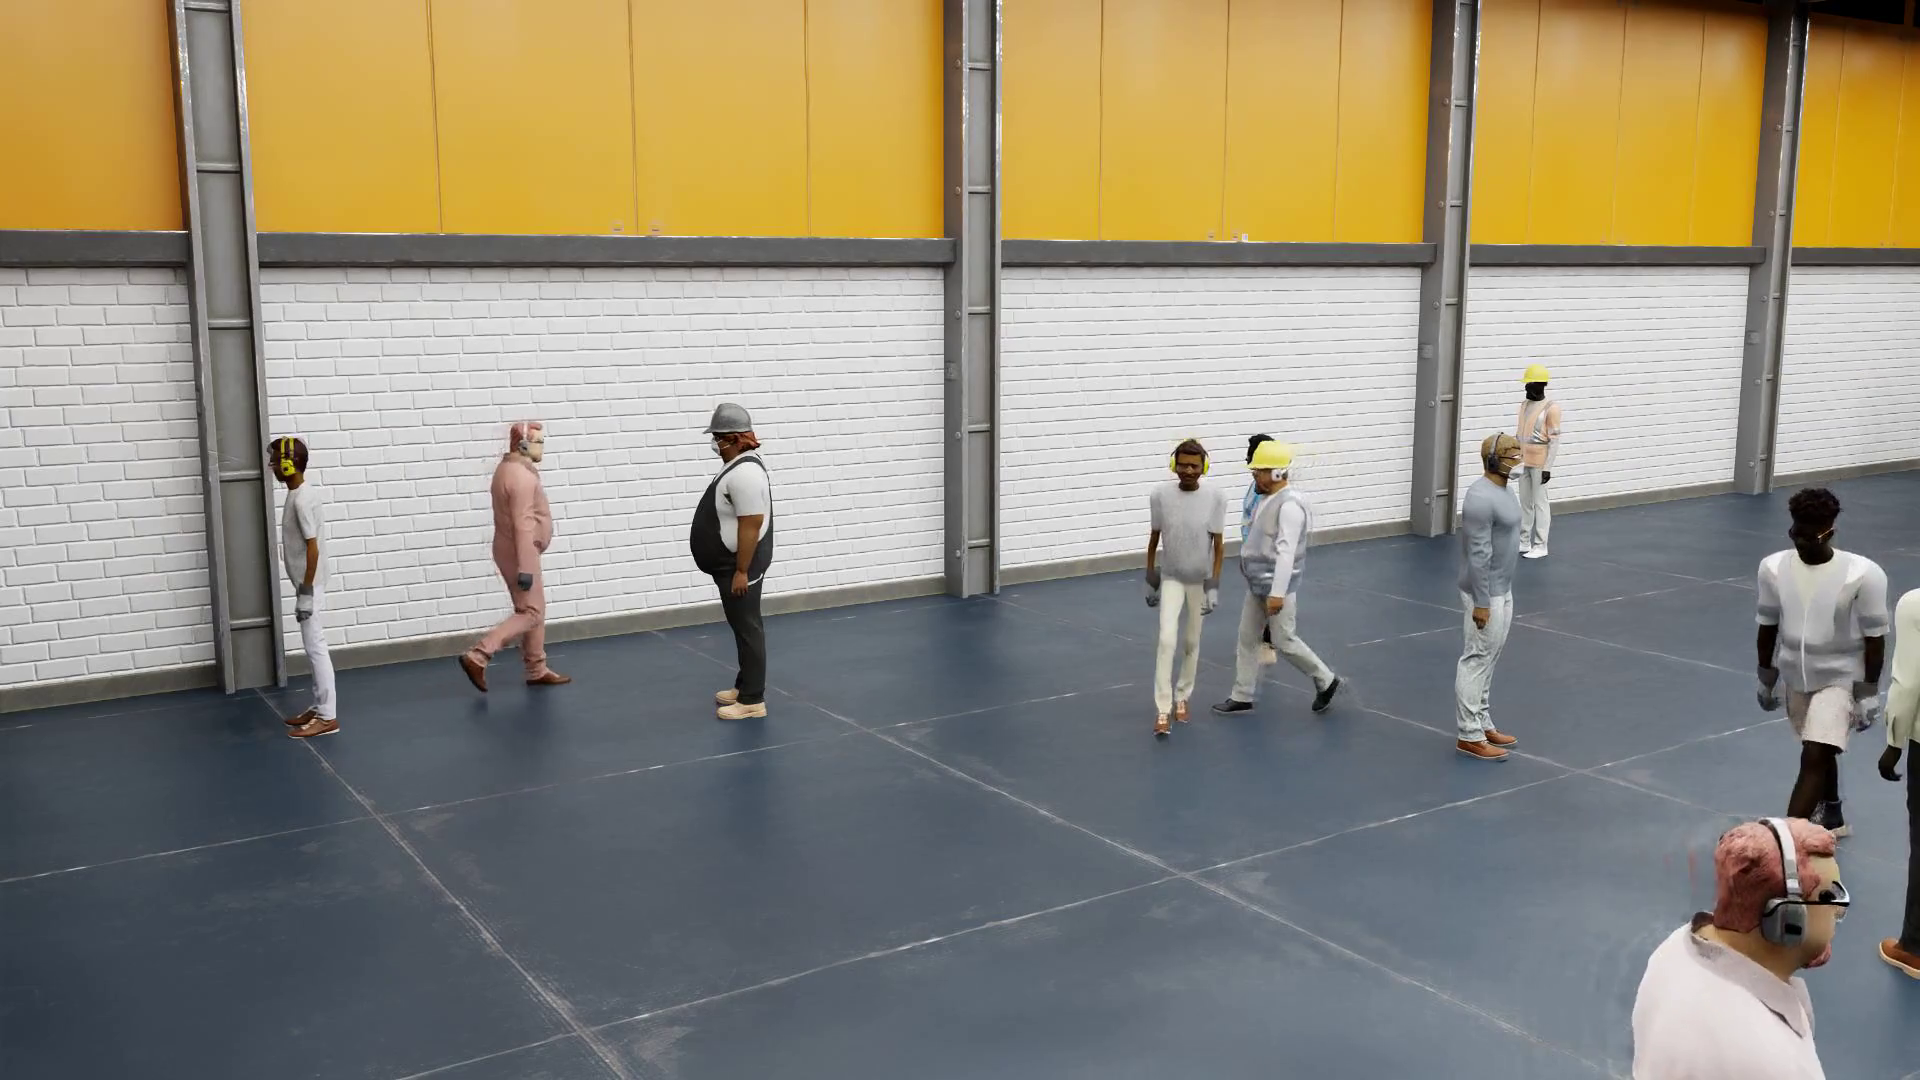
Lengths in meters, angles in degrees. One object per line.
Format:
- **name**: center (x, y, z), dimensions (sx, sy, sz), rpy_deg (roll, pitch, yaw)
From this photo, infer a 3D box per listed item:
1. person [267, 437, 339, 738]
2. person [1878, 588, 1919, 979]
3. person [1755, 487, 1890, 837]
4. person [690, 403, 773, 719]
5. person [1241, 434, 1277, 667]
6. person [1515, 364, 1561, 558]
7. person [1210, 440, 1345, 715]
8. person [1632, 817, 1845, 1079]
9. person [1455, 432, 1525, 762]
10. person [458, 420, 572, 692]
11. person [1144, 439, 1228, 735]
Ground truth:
- **person**: center (-4.060, 0.292, 10.283), dimensions (0.332, 1.864, 0.514), rpy_deg (-4, 10, -22)
- **person**: center (4.068, 0.811, 6.772), dimensions (0.613, 1.991, 0.391), rpy_deg (1, 9, 6)
- **person**: center (4.120, 0.666, 8.043), dimensions (1.143, 1.853, 0.614), rpy_deg (-6, 11, -32)
- **person**: center (-1.473, 0.127, 10.743), dimensions (0.535, 2.000, 0.687), rpy_deg (-1, 10, -8)
- **person**: center (2.199, 0.074, 12.093), dimensions (0.322, 1.697, 0.536), rpy_deg (1, 9, 6)
- **person**: center (5.710, -0.782, 16.562), dimensions (0.363, 1.928, 0.587), rpy_deg (-3, 10, -18)
- **person**: center (2.065, 0.258, 10.681), dimensions (0.785, 1.806, 0.597), rpy_deg (-2, 10, -11)
- **person**: center (1.480, 1.443, 3.382), dimensions (0.992, 1.864, 0.657), rpy_deg (2, 10, 12)
- **person**: center (3.150, 0.323, 9.870), dimensions (0.371, 1.940, 0.630), rpy_deg (5, 11, 29)
- **person**: center (-3.042, 0.121, 11.291), dimensions (0.688, 1.883, 0.658), rpy_deg (-4, 10, -24)
- **person**: center (1.401, 0.295, 10.354), dimensions (0.506, 1.829, 0.846), rpy_deg (1, 9, 6)
